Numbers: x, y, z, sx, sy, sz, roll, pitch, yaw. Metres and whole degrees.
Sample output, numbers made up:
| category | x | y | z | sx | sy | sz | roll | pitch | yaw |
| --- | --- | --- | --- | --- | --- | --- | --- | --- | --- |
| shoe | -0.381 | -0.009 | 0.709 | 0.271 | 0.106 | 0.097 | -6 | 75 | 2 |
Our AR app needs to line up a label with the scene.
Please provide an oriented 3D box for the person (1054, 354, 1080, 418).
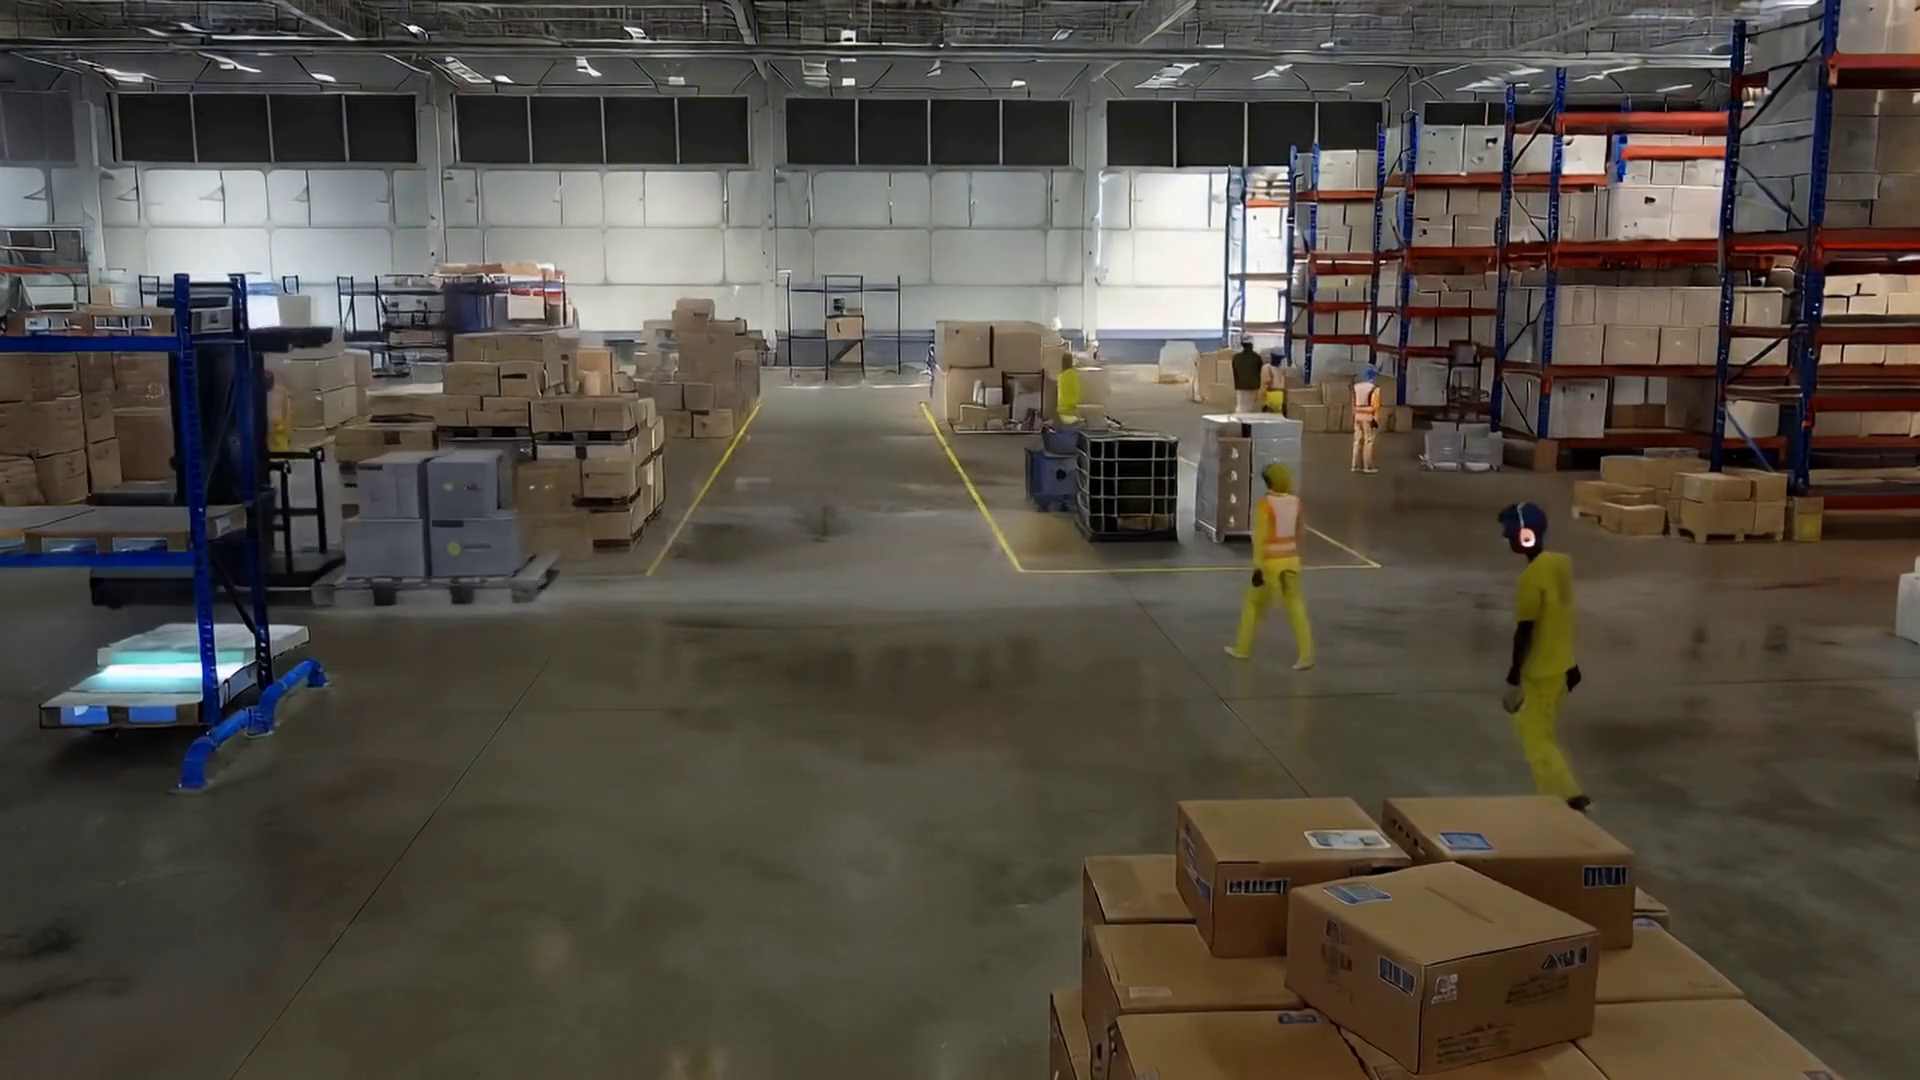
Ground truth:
| category | x | y | z | sx | sy | sz | roll | pitch | yaw |
| --- | --- | --- | --- | --- | --- | --- | --- | --- | --- |
| person | 1.830 | -2.363 | 28.624 | 0.447 | 1.678 | 0.549 | 8 | 12 | 42 |

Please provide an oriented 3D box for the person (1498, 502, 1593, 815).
| category | x | y | z | sx | sy | sz | roll | pitch | yaw |
| --- | --- | --- | --- | --- | --- | --- | --- | --- | --- |
| person | 3.100 | 0.698 | 8.902 | 0.422 | 1.836 | 0.611 | 9 | 13 | 44 |

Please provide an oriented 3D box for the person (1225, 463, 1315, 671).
| category | x | y | z | sx | sy | sz | roll | pitch | yaw |
| --- | --- | --- | --- | --- | --- | --- | --- | --- | --- |
| person | 2.437 | 0.199 | 12.821 | 0.542 | 1.591 | 0.880 | -5 | 11 | -31 |

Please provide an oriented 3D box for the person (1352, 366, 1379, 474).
| category | x | y | z | sx | sy | sz | roll | pitch | yaw |
| --- | --- | --- | --- | --- | --- | --- | --- | --- | --- |
| person | 6.177 | -1.819 | 25.336 | 0.307 | 1.641 | 0.512 | -5 | 11 | -31 |

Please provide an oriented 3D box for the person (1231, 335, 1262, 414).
| category | x | y | z | sx | sy | sz | roll | pitch | yaw |
| --- | --- | --- | --- | --- | --- | --- | --- | --- | --- |
| person | 5.258 | -2.785 | 30.501 | 0.611 | 1.941 | 1.004 | 4 | 10 | 22 |

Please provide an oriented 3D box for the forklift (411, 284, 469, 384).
| category | x | y | z | sx | sy | sz | roll | pitch | yaw |
| --- | --- | --- | --- | --- | --- | --- | --- | --- | --- |
| forklift | -11.011 | -4.207 | 36.446 | 1.873 | 2.768 | 1.129 | -1 | 9 | -4 |

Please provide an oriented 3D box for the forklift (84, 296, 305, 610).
| category | x | y | z | sx | sy | sz | roll | pitch | yaw |
| --- | --- | --- | --- | --- | --- | --- | --- | --- | --- |
| forklift | -6.919 | -0.833 | 15.258 | 1.873 | 2.768 | 1.129 | -1 | 9 | -4 |

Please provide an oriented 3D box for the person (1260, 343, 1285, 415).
| category | x | y | z | sx | sy | sz | roll | pitch | yaw |
| --- | --- | --- | --- | --- | --- | --- | --- | --- | --- |
| person | 5.096 | -2.227 | 26.993 | 0.374 | 1.930 | 0.542 | 8 | 12 | 42 |

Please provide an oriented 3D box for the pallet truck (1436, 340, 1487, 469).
| category | x | y | z | sx | sy | sz | roll | pitch | yaw |
| --- | --- | --- | --- | --- | --- | --- | --- | --- | --- |
| pallet truck | 8.004 | -2.170 | 26.422 | 0.823 | 1.965 | 1.885 | 2 | 9 | 14 |

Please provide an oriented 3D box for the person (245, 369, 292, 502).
| category | x | y | z | sx | sy | sz | roll | pitch | yaw |
| --- | --- | --- | --- | --- | --- | --- | --- | --- | --- |
| person | -9.294 | -1.410 | 22.332 | 0.643 | 1.792 | 0.801 | -9 | 13 | -44 |
